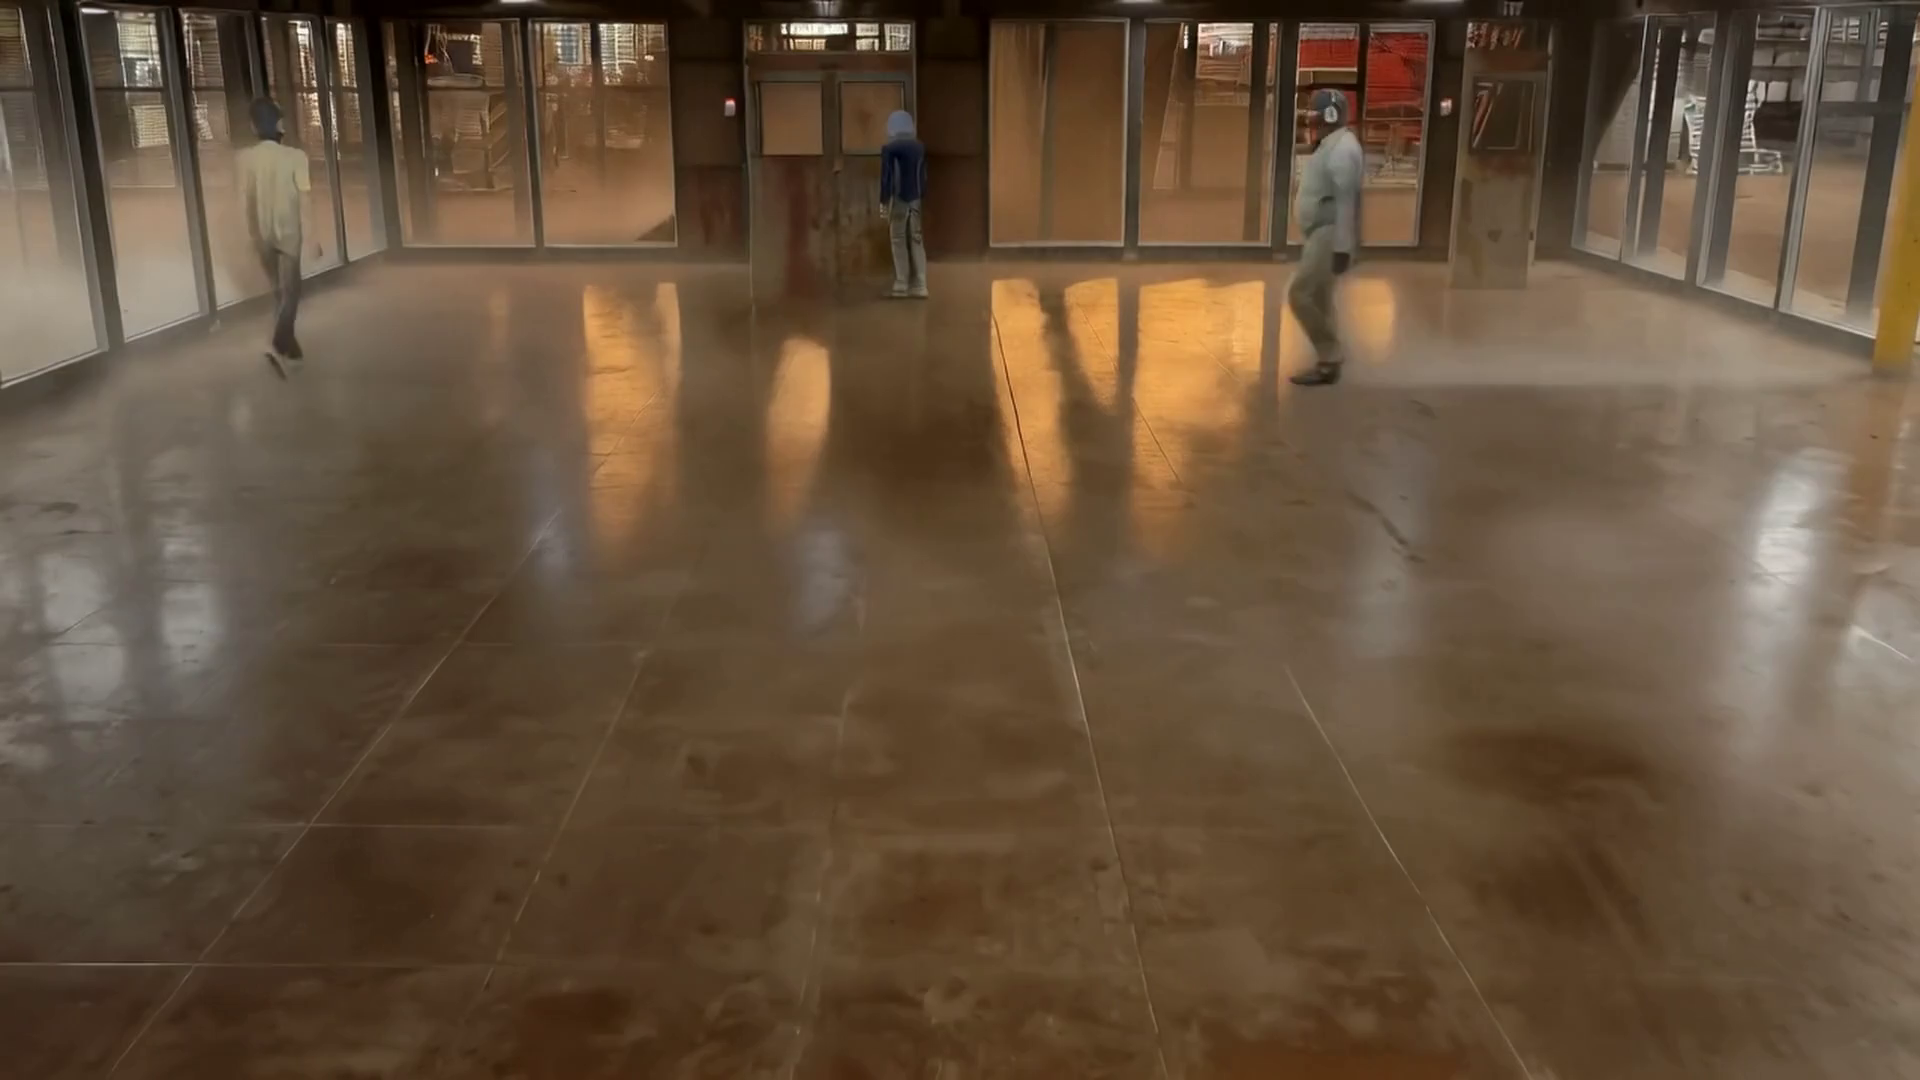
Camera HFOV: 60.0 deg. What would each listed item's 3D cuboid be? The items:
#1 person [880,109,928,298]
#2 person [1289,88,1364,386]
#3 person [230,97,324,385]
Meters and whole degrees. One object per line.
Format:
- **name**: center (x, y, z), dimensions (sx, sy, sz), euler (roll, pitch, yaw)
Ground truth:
- **person**: center (-0.498, -2.952, 14.646), dimensions (0.499, 1.628, 0.284), euler (-15, 22, -42)
- **person**: center (2.300, -1.911, 10.639), dimensions (0.454, 1.889, 0.675), euler (-1, 16, -2)
- **person**: center (-4.488, -1.952, 10.892), dimensions (0.525, 1.841, 0.877), euler (0, 16, -1)
